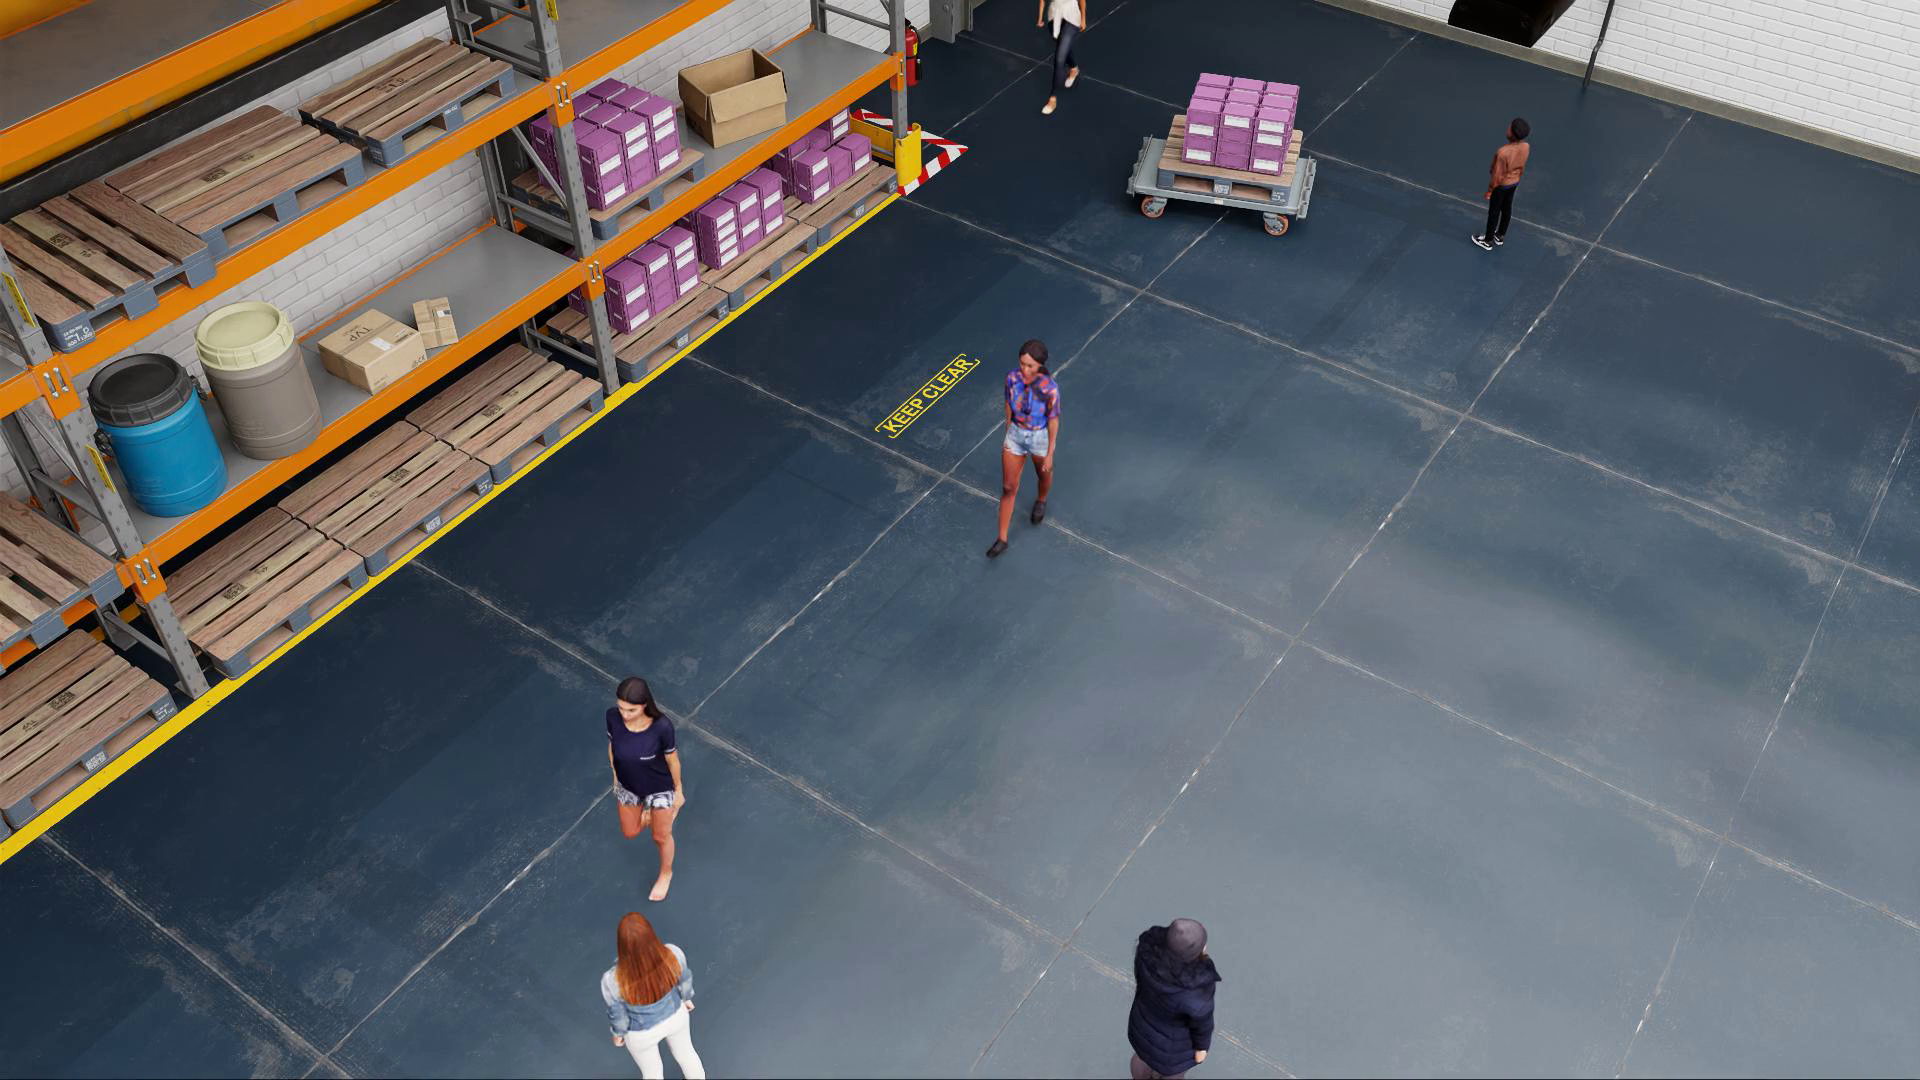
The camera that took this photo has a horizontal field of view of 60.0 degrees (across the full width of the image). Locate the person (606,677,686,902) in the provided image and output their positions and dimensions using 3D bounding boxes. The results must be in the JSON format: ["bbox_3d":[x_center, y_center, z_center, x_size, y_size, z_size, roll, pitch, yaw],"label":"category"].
[{"bbox_3d":[-1.776,1.356,9.633,0.727,1.756,0.853,11,45,11],"label":"person"}]

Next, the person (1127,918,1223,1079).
[{"bbox_3d":[1.067,2.467,8.525,0.735,1.674,0.742,-29,51,-27],"label":"person"}]

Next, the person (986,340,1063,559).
[{"bbox_3d":[0.547,-0.746,11.877,0.738,1.704,1.109,16,46,16],"label":"person"}]

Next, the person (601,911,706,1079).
[{"bbox_3d":[-1.557,2.465,8.509,0.589,1.701,0.746,-24,48,-23],"label":"person"}]

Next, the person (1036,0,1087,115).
[{"bbox_3d":[1.067,-5.198,16.518,0.701,1.747,1.131,21,47,20],"label":"person"}]

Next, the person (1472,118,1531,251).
[{"bbox_3d":[4.826,-3.161,14.738,0.529,1.254,0.647,-21,47,-21],"label":"person"}]
